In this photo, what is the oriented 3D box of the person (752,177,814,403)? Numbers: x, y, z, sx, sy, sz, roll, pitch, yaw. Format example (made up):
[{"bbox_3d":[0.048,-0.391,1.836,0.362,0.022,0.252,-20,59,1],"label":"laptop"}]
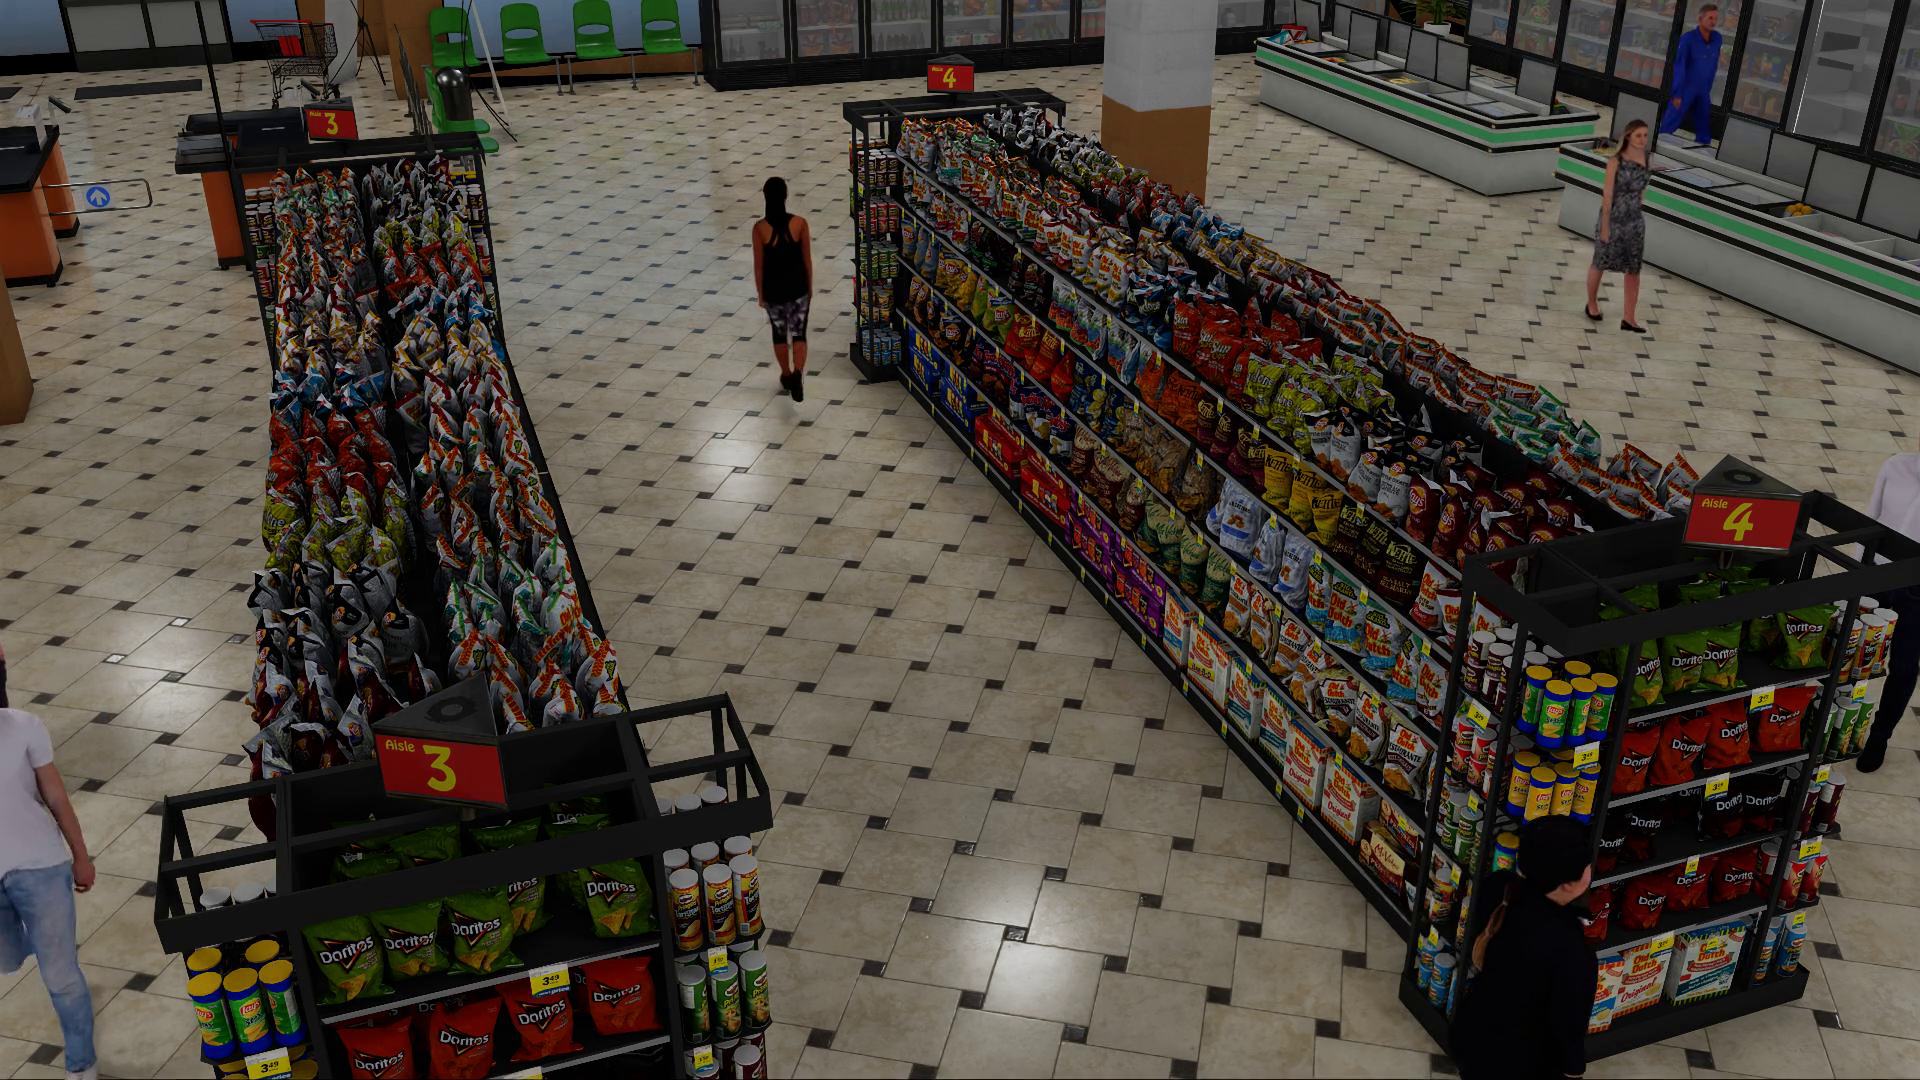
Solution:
[{"bbox_3d":[-1.246,-1.776,11.942,0.717,1.639,1.051,-4,27,-7],"label":"person"}]

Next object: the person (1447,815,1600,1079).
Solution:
[{"bbox_3d":[1.688,1.610,5.236,0.772,1.667,0.578,-8,28,-15],"label":"person"}]

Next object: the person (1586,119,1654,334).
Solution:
[{"bbox_3d":[5.277,-2.564,13.465,0.664,1.668,0.980,-5,27,-10],"label":"person"}]

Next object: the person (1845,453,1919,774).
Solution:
[{"bbox_3d":[4.431,0.189,7.816,0.753,1.868,0.636,-20,33,-35],"label":"person"}]

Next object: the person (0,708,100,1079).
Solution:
[{"bbox_3d":[-3.397,1.139,5.988,0.703,1.827,1.086,-8,28,-15],"label":"person"}]

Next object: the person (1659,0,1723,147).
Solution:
[{"bbox_3d":[7.692,-4.760,17.656,0.817,1.794,1.095,-7,28,-14],"label":"person"}]
